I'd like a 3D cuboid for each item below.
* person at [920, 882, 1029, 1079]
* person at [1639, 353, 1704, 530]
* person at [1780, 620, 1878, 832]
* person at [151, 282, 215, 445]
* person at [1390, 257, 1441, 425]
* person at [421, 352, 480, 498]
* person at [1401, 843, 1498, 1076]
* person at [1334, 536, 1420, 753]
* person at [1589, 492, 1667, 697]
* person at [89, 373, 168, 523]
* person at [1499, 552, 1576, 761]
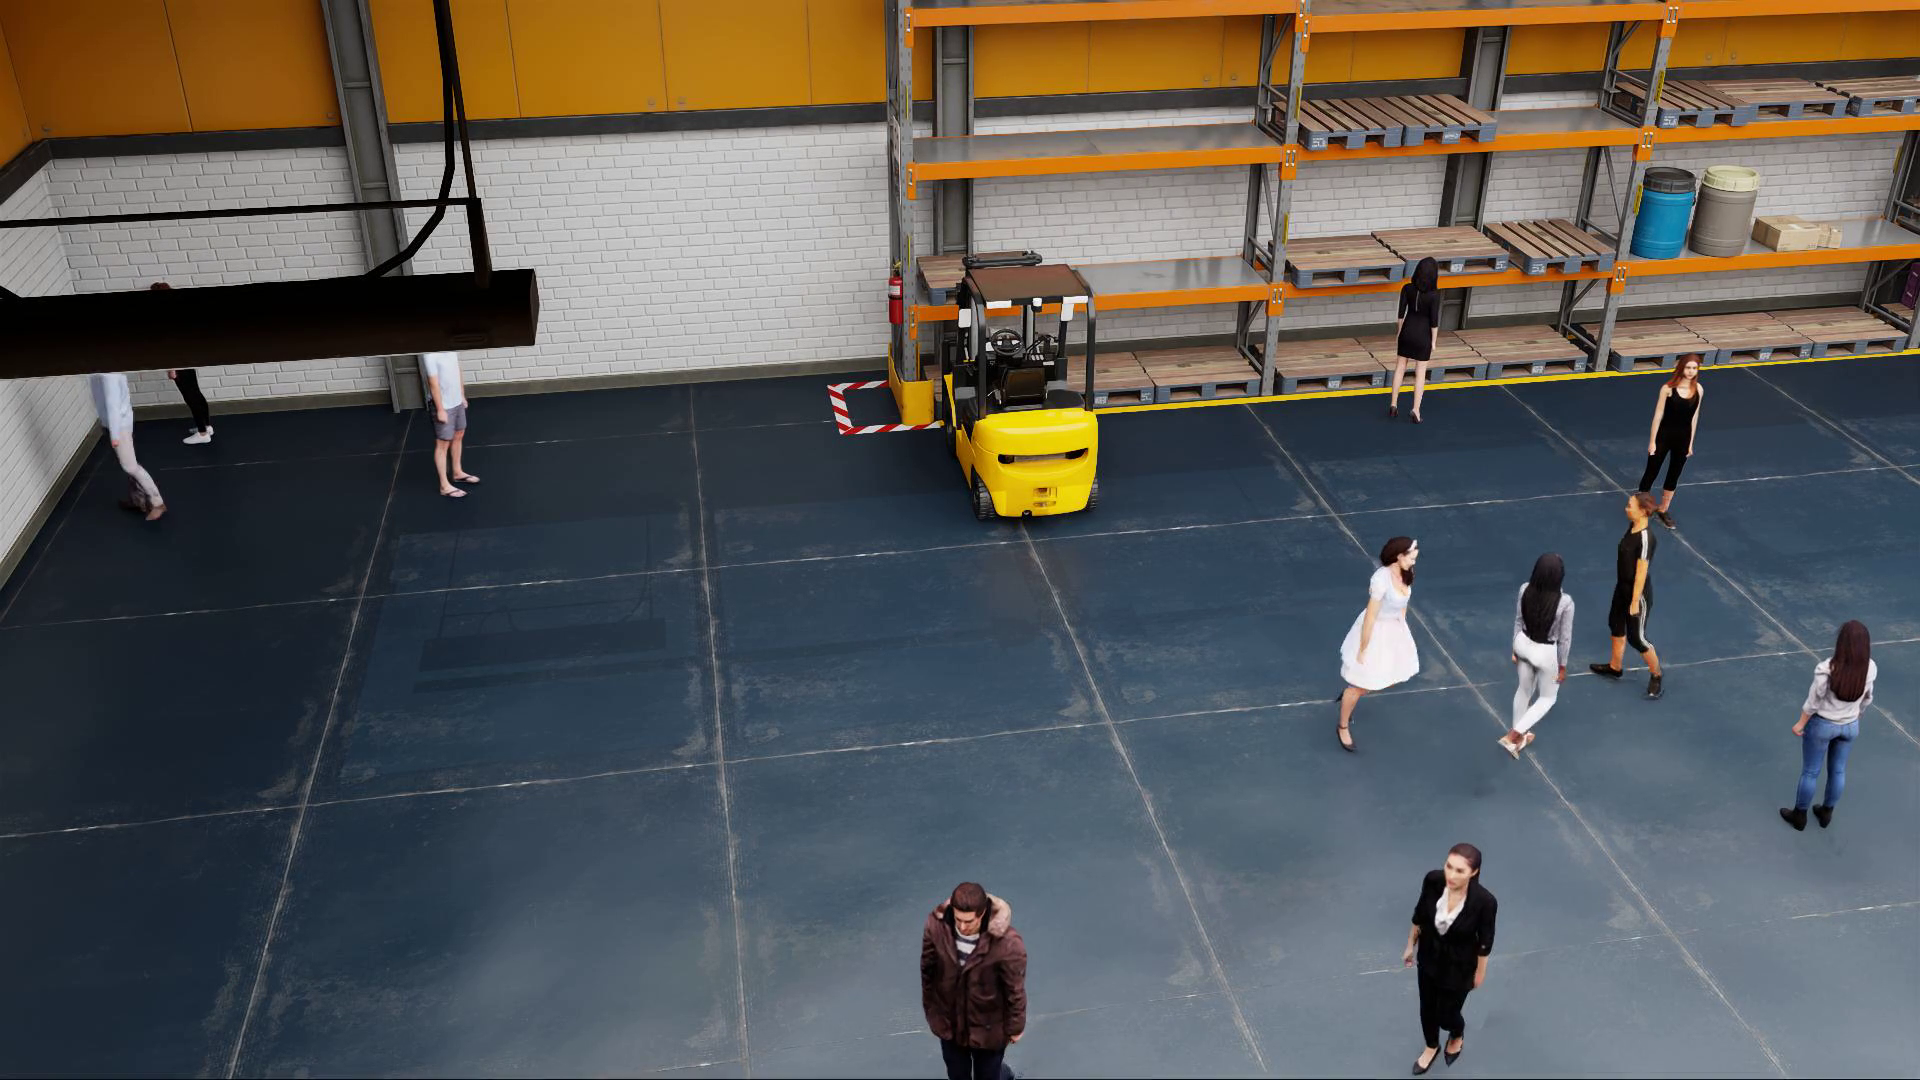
[{"bbox_3d":[0.107,2.519,9.004,0.989,1.833,1.047,13,31,22],"label":"person"},{"bbox_3d":[6.604,-0.930,15.439,0.492,1.726,0.654,0,29,0],"label":"person"},{"bbox_3d":[6.025,1.288,11.472,0.469,1.631,0.679,-2,29,-4],"label":"person"},{"bbox_3d":[-7.981,-1.829,17.071,0.537,1.742,0.597,-2,29,-4],"label":"person"},{"bbox_3d":[4.785,-2.095,17.493,0.648,1.805,0.685,22,36,35],"label":"person"},{"bbox_3d":[-4.973,-1.324,16.054,0.681,1.829,0.704,6,29,12],"label":"person"},{"bbox_3d":[2.822,2.361,9.487,0.772,1.649,0.727,-25,38,-38],"label":"person"},{"bbox_3d":[3.068,0.736,12.326,0.895,1.782,0.958,-15,32,-25],"label":"person"},{"bbox_3d":[5.347,0.411,13.068,0.878,1.643,0.798,1,29,2],"label":"person"},{"bbox_3d":[-7.903,-1.092,15.598,0.797,1.858,0.881,-9,30,-16],"label":"person"},{"bbox_3d":[4.171,0.885,12.129,0.957,1.709,0.838,-22,35,-34],"label":"person"}]
